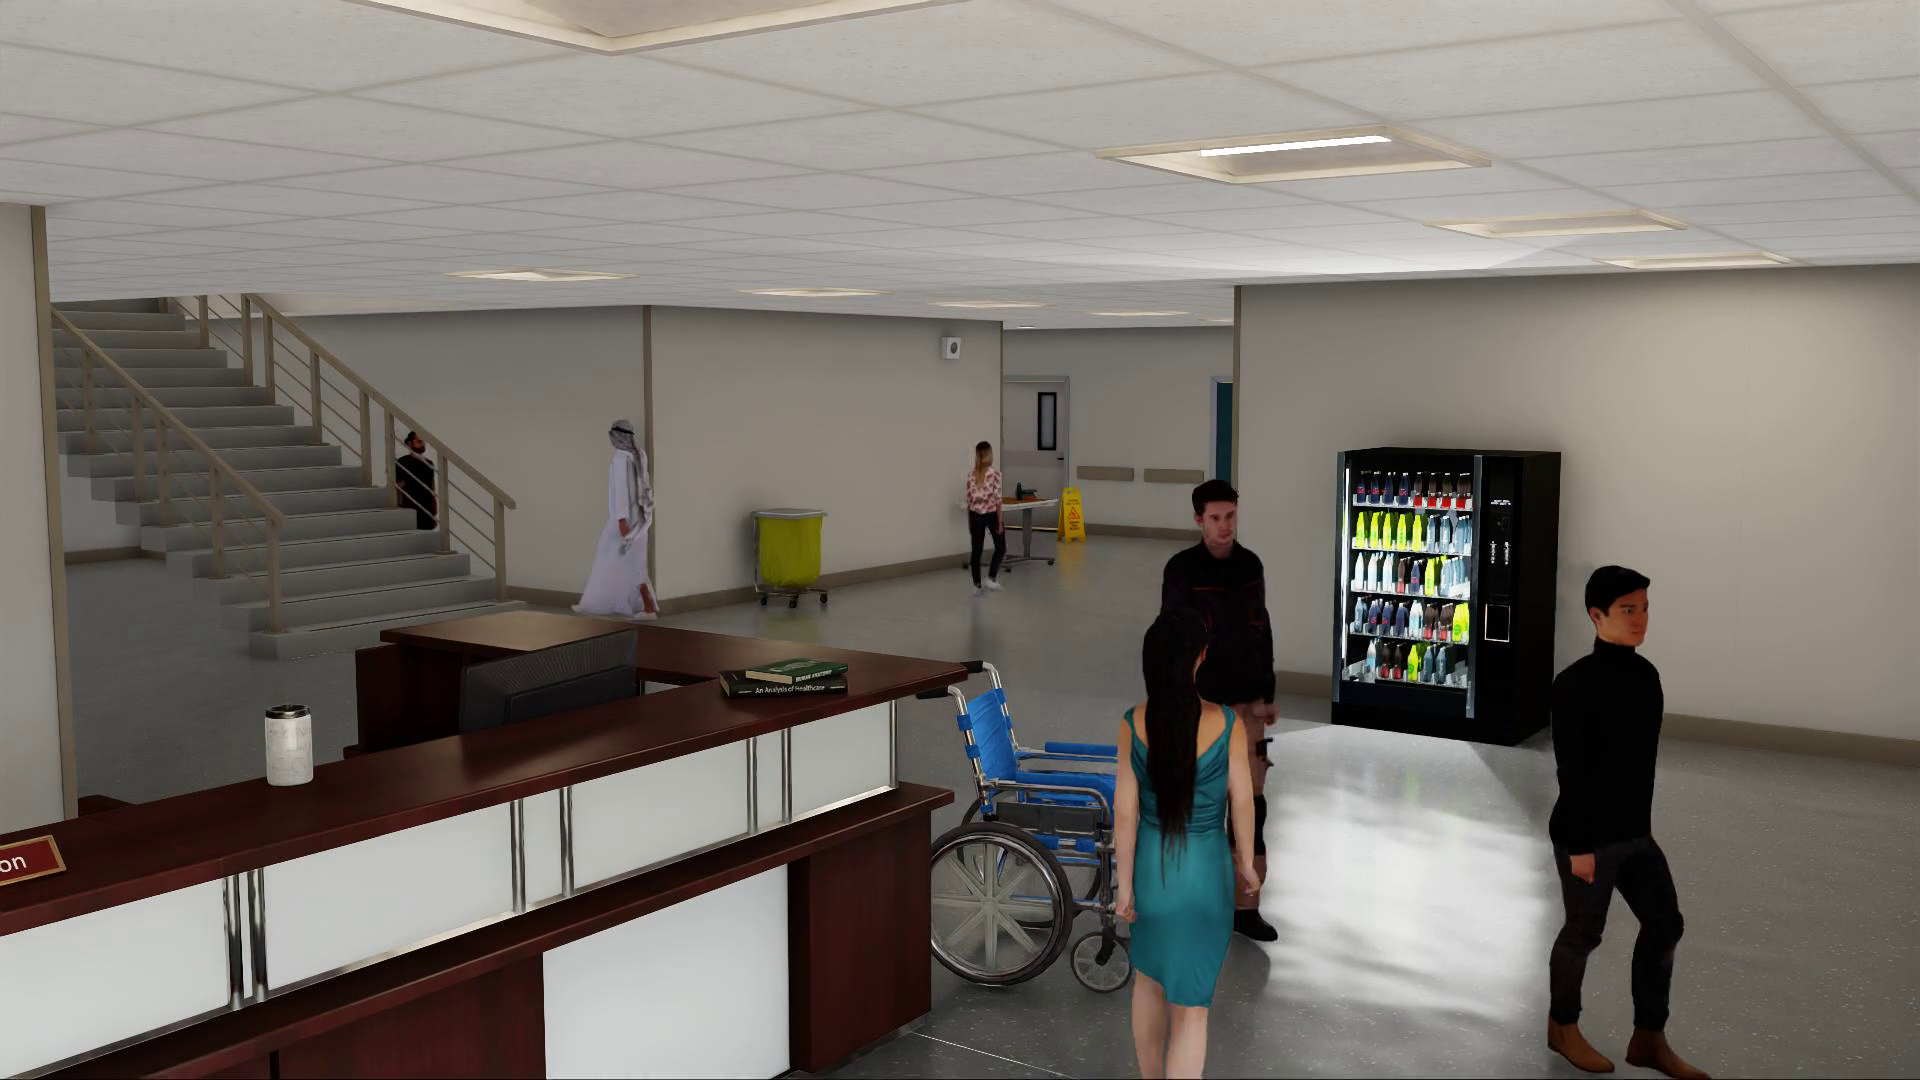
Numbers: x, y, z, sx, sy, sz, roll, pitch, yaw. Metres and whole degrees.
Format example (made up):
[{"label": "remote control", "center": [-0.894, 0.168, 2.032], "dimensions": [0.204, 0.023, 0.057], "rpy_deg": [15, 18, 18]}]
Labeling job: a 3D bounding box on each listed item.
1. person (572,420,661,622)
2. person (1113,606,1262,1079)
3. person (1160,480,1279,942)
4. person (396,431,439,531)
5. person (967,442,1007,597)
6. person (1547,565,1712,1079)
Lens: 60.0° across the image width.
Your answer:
[{"label": "person", "center": [-3.017, -0.153, 15.551], "dimensions": [1.211, 1.887, 1.006], "rpy_deg": [1, 6, 9]}, {"label": "person", "center": [0.625, 1.040, 4.779], "dimensions": [0.683, 1.669, 0.722], "rpy_deg": [2, 6, 16]}, {"label": "person", "center": [1.036, 0.699, 6.975], "dimensions": [0.975, 1.906, 1.092], "rpy_deg": [-3, 7, -28]}, {"label": "person", "center": [-5.684, -0.257, 17.242], "dimensions": [0.724, 1.753, 0.648], "rpy_deg": [4, 7, 33]}, {"label": "person", "center": [0.224, -0.213, 17.485], "dimensions": [0.536, 1.618, 0.684], "rpy_deg": [3, 7, 28]}, {"label": "person", "center": [2.124, 0.938, 5.605], "dimensions": [0.843, 1.706, 0.916], "rpy_deg": [-3, 7, -29]}]
